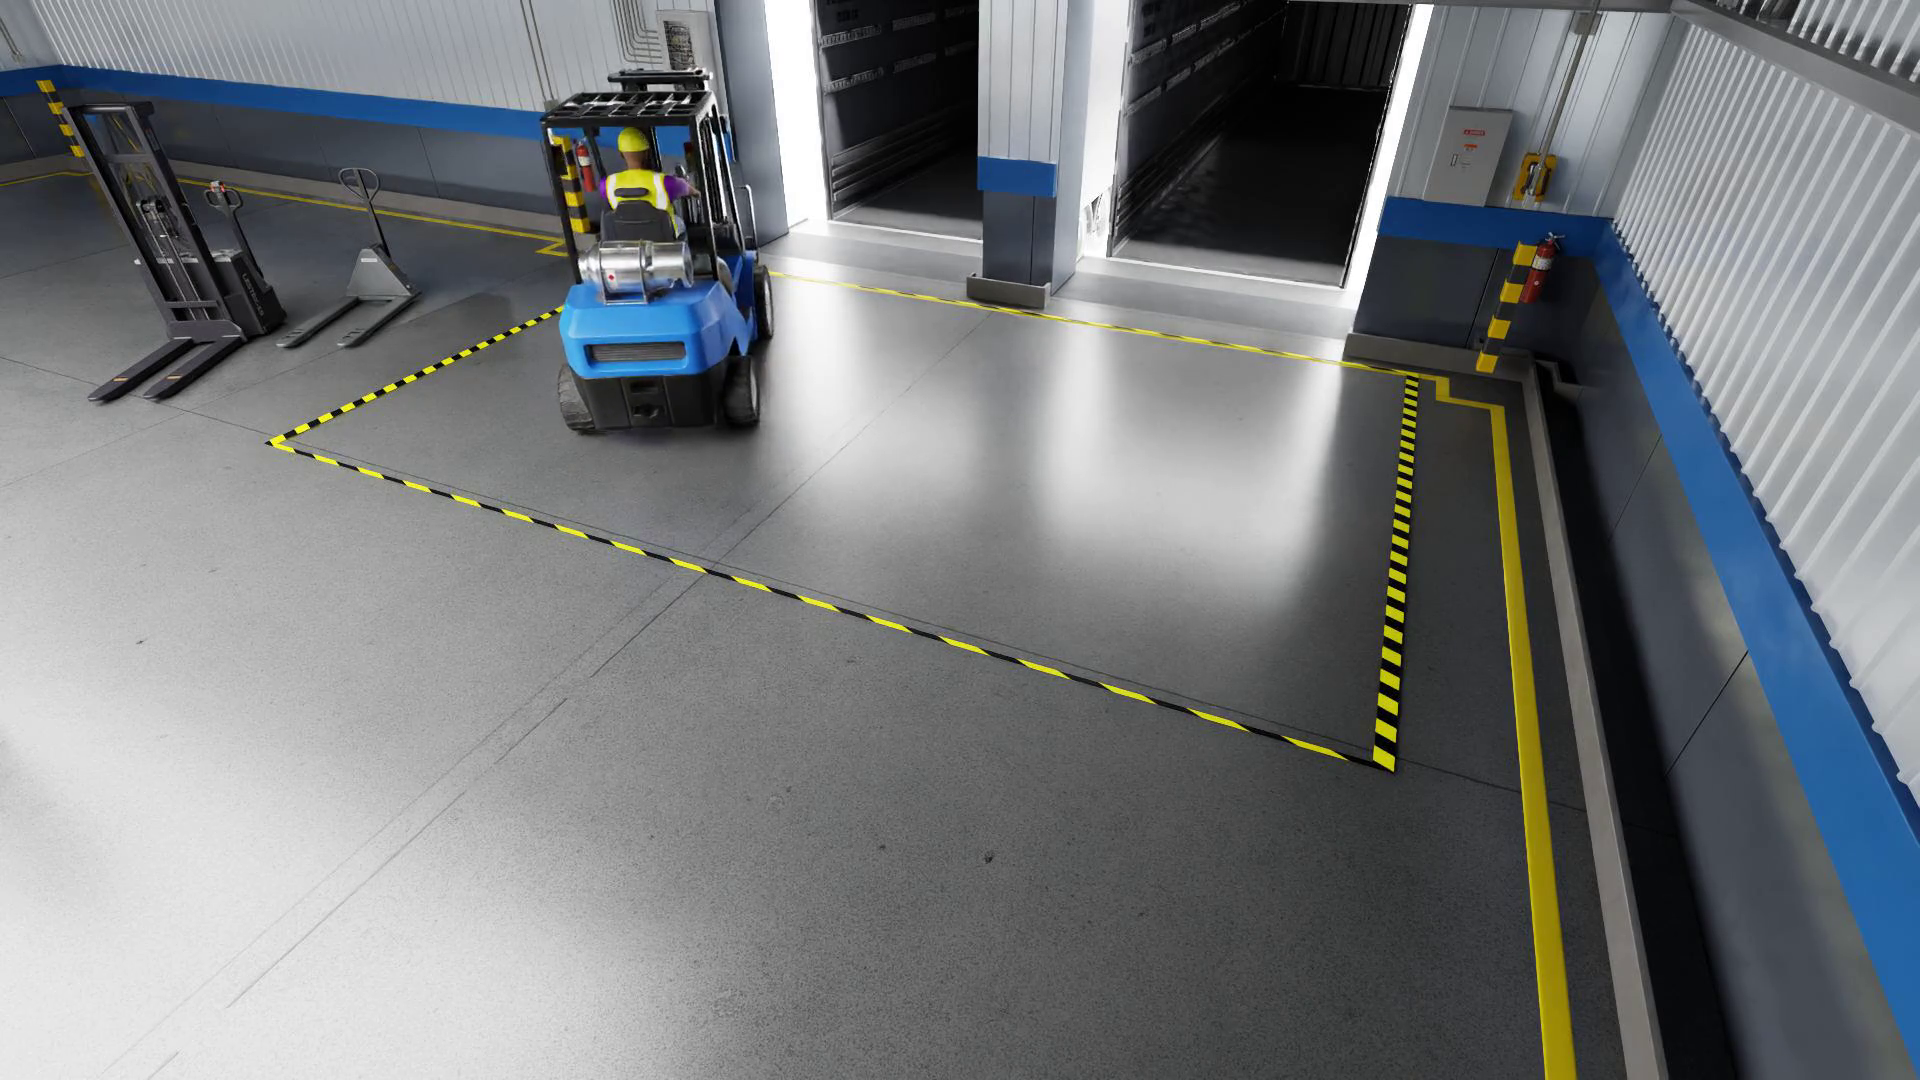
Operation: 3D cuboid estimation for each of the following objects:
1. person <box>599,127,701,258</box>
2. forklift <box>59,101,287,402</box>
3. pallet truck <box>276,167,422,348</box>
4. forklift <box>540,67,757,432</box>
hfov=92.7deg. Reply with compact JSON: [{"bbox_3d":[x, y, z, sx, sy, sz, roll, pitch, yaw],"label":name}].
[{"bbox_3d":[-2.290,-2.511,6.975,0.635,1.294,1.004,-3,35,-4],"label":"person"},{"bbox_3d":[-6.686,-2.387,7.434,0.823,1.965,1.885,-3,35,-5],"label":"forklift"},{"bbox_3d":[-5.732,-2.611,8.414,0.680,1.201,1.601,-1,35,-1],"label":"pallet truck"},{"bbox_3d":[-2.292,-2.323,7.033,1.157,2.036,2.680,-3,35,-4],"label":"forklift"}]
